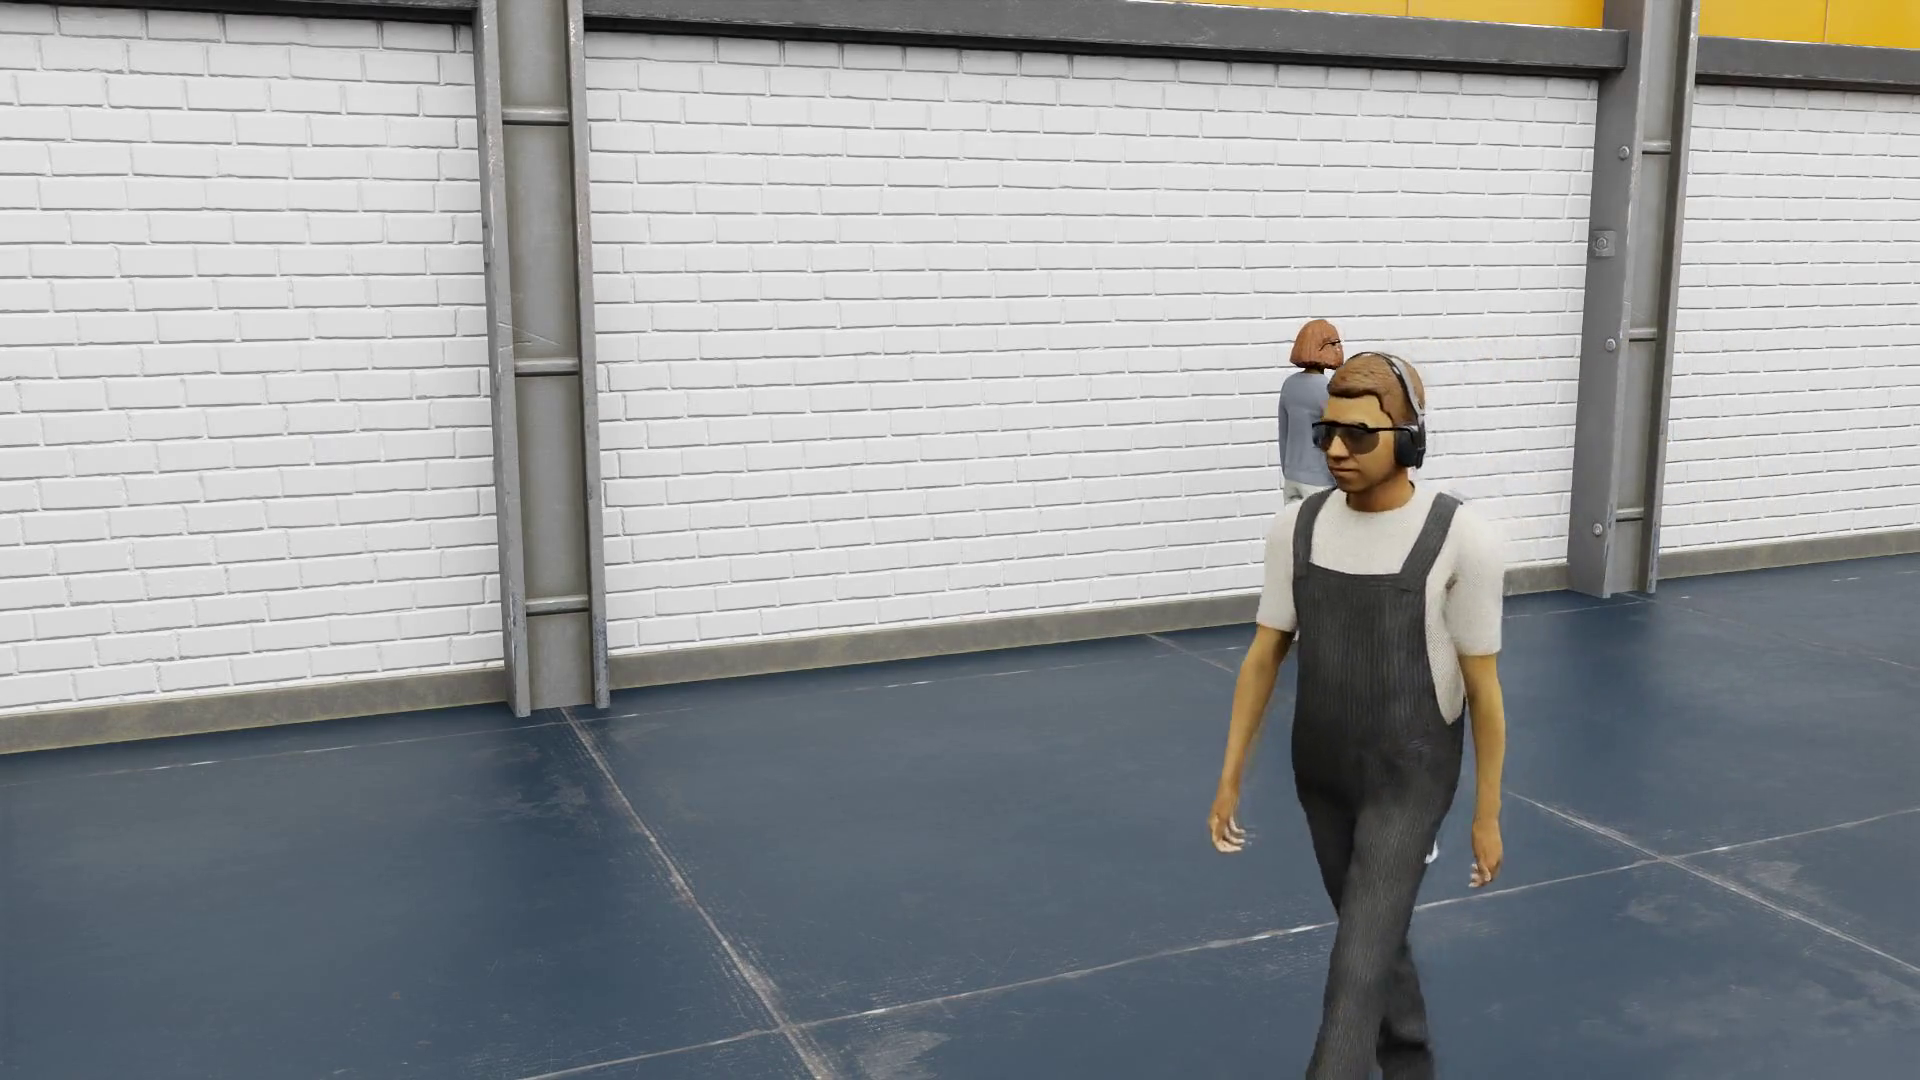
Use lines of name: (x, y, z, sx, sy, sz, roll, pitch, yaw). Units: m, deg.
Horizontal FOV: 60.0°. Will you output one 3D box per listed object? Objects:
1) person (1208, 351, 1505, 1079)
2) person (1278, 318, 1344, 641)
person: (0.772, 0.522, 3.396, 0.964, 1.792, 0.539, -10, 14, -44)
person: (1.742, -0.266, 8.179, 0.284, 1.636, 0.500, -4, 11, -23)
